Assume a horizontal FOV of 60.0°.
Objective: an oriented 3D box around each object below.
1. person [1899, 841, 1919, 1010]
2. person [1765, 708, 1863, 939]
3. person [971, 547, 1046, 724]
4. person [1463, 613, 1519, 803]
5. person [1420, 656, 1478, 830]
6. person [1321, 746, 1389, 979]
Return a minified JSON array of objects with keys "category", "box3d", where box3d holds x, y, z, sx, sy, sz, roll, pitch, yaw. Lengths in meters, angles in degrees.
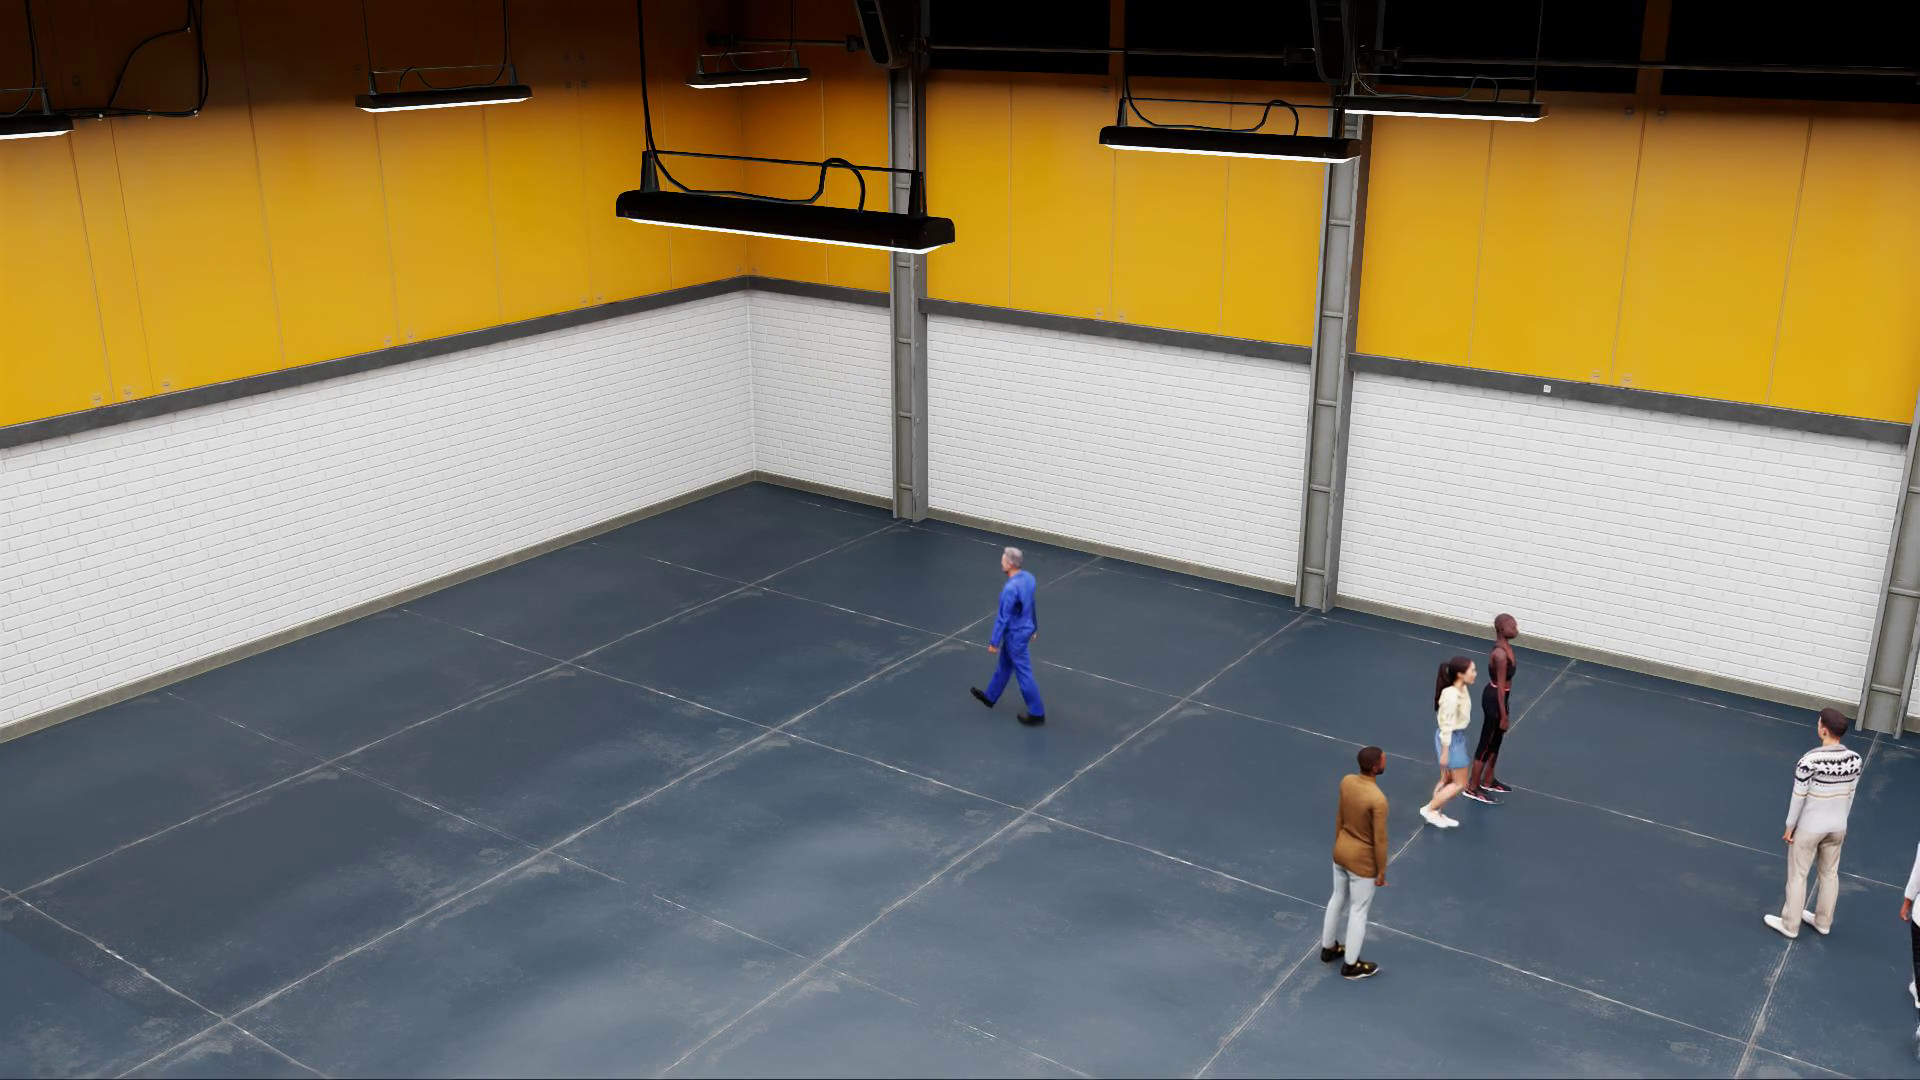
[{"category":"person","box3d":[6.821,2.626,11.539,1.120,1.775,0.918,6,20,18]},{"category":"person","box3d":[6.601,2.177,12.754,0.737,1.851,0.807,-2,19,-7]},{"category":"person","box3d":[0.649,0.973,16.422,1.172,1.791,0.920,8,20,23]},{"category":"person","box3d":[4.792,1.482,14.951,0.731,1.765,0.676,6,20,18]},{"category":"person","box3d":[4.158,1.752,14.380,0.712,1.619,0.720,5,19,16]},{"category":"person","box3d":[2.920,2.355,12.285,0.766,1.812,0.632,-10,21,-28]}]
